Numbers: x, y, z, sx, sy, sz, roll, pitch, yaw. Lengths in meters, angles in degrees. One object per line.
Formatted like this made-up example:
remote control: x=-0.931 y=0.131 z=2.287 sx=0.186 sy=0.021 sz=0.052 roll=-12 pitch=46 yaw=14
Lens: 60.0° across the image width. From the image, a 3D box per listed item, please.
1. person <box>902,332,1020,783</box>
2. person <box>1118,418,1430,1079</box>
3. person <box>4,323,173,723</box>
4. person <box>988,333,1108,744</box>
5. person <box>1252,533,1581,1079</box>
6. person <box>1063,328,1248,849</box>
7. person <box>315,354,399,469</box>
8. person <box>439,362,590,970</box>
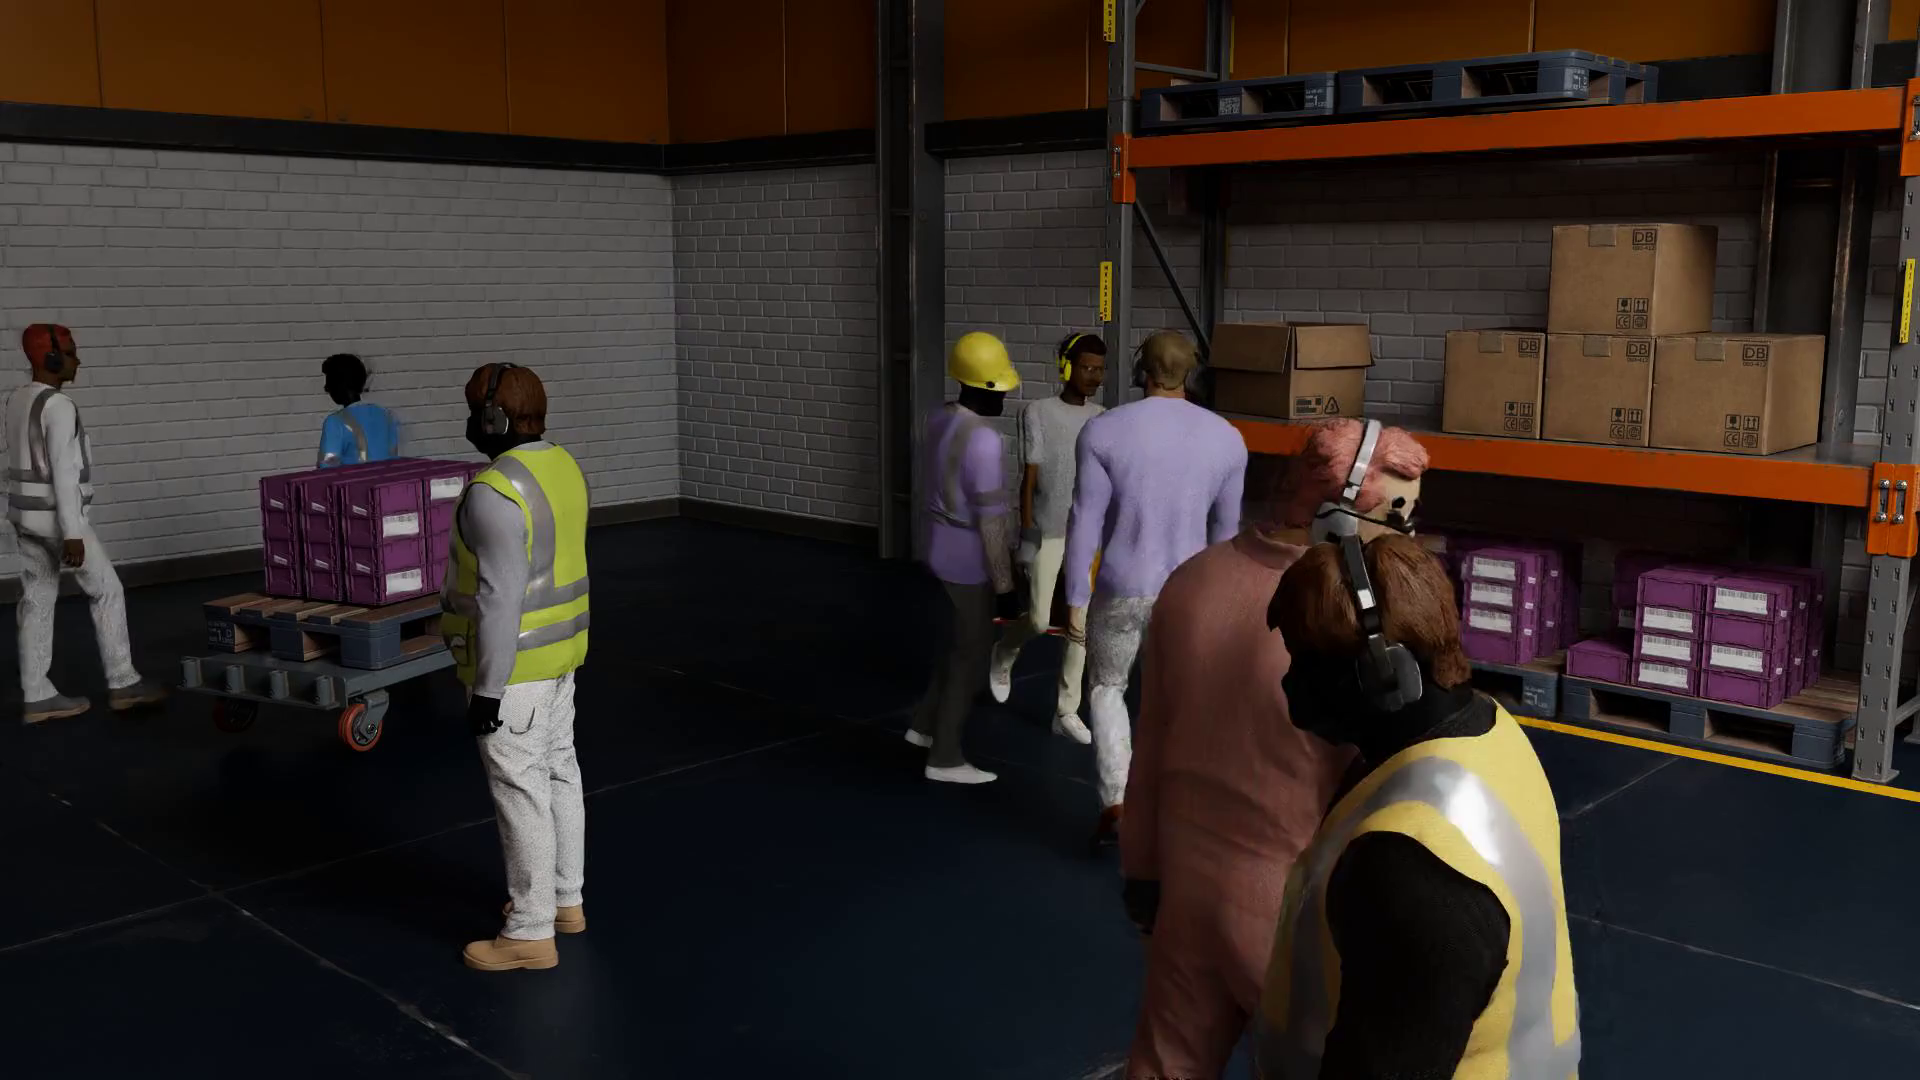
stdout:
person: x=0.022 y=0.092 z=6.780 sx=0.391 sy=1.880 sz=0.704 roll=-3 pitch=10 yaw=-16
person: x=0.528 y=0.702 z=3.079 sx=0.539 sy=1.865 sz=0.724 roll=-6 pitch=11 yaw=-34
person: x=-4.162 y=-0.091 z=7.908 sx=0.606 sy=1.859 sz=0.774 roll=7 pitch=12 yaw=37
person: x=0.417 y=-0.030 z=7.628 sx=0.552 sy=1.836 sz=0.728 roll=-5 pitch=11 yaw=-29
person: x=0.661 y=0.870 z=2.285 sx=0.948 sy=1.787 sz=0.655 roll=3 pitch=10 yaw=18
person: x=0.692 y=0.202 z=5.971 sx=0.660 sy=1.909 sz=0.432 roll=-1 pitch=9 yaw=-5
person: x=-3.293 y=-0.170 z=8.982 sx=0.789 sy=1.648 sz=0.556 roll=1 pitch=9 yaw=8
person: x=-1.354 y=0.381 z=5.084 sx=0.429 sy=1.842 sz=0.636 roll=1 pitch=9 yaw=7
